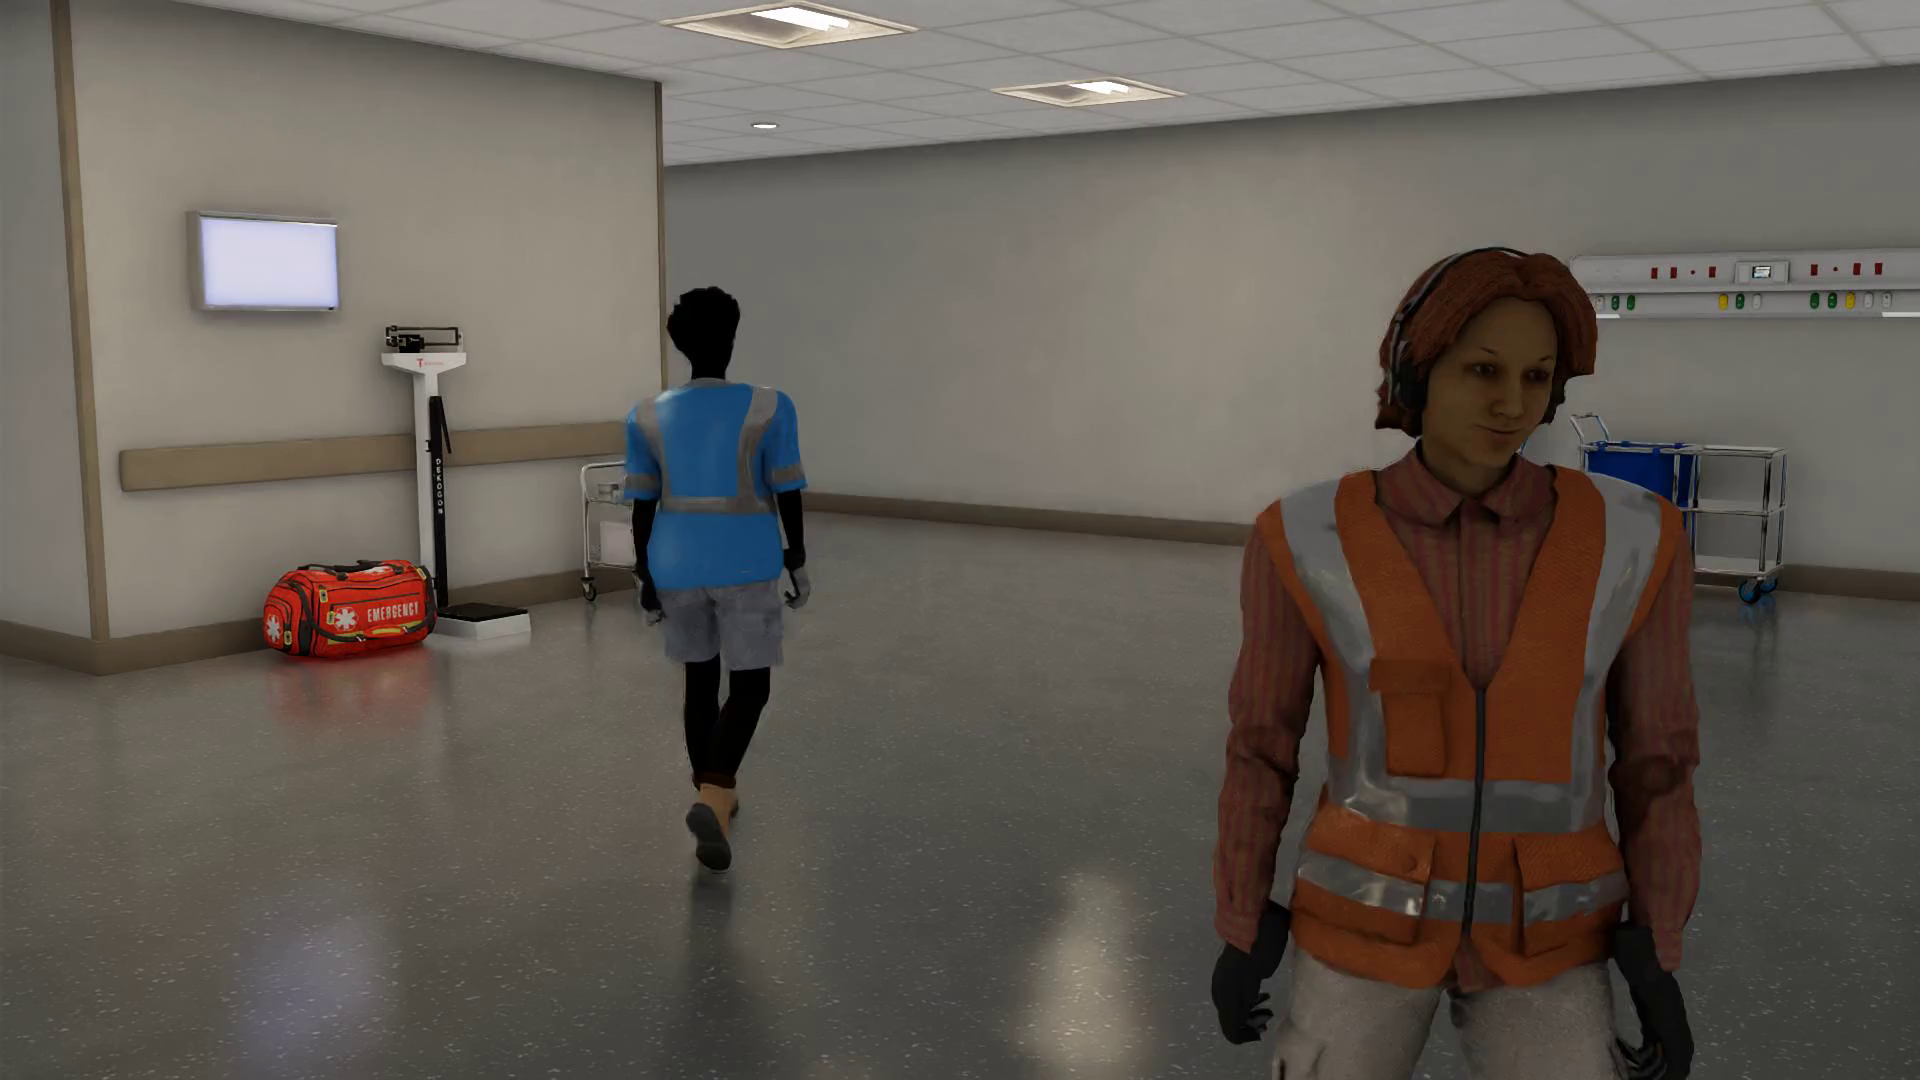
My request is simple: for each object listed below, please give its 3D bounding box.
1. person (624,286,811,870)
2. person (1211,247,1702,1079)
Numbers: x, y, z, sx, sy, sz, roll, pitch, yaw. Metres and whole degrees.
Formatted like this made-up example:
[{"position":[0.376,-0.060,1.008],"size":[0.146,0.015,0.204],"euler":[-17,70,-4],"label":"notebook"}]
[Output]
[{"position":[-0.730,0.096,4.850],"size":[0.536,1.669,0.750],"euler":[1,7,10],"label":"person"},{"position":[0.555,0.486,1.921],"size":[0.537,1.619,0.433],"euler":[1,7,9],"label":"person"}]
